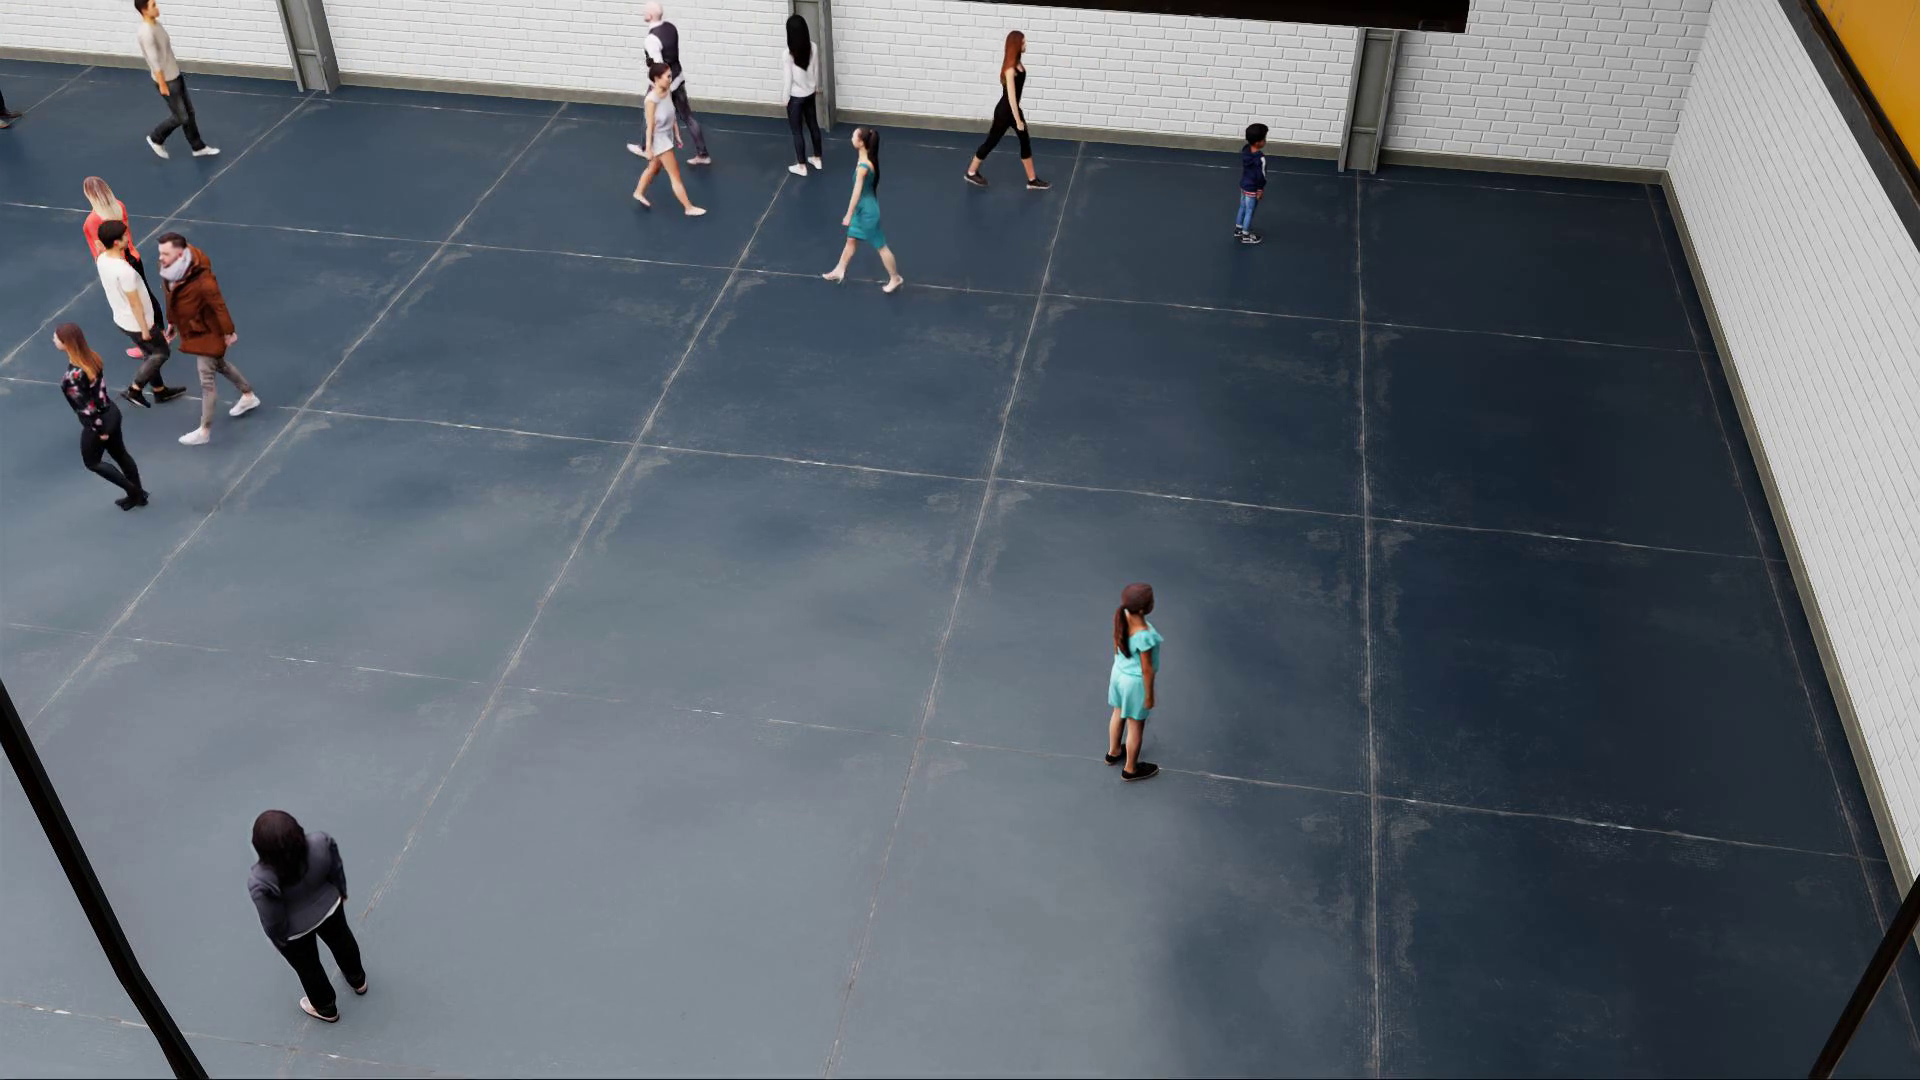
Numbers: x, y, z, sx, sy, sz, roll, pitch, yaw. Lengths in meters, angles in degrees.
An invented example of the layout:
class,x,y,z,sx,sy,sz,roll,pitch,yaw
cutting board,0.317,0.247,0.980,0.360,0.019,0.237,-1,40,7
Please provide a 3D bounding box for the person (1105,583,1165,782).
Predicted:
class,x,y,z,sx,sy,sz,roll,pitch,yaw
person,1.097,0.882,10.543,0.699,1.558,0.649,-19,42,-22

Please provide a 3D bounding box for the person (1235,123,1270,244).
class,x,y,z,sx,sy,sz,roll,pitch,yaw
person,2.862,-3.513,16.316,0.594,1.221,0.586,-11,40,-13

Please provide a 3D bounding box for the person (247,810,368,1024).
class,x,y,z,sx,sy,sz,roll,pitch,yaw
person,-3.573,2.026,9.078,0.801,1.598,0.778,24,45,27

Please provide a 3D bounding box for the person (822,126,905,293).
class,x,y,z,sx,sy,sz,roll,pitch,yaw
person,-0.770,-2.987,15.320,1.016,1.642,0.612,4,39,4

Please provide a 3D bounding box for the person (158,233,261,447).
class,x,y,z,sx,sy,sz,roll,pitch,yaw
person,-6.125,-1.725,13.619,1.151,1.792,1.063,24,45,27

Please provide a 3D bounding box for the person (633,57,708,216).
class,x,y,z,sx,sy,sz,roll,pitch,yaw
person,-3.071,-4.026,16.657,1.073,1.597,0.660,11,40,14

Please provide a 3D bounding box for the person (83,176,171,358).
class,x,y,z,sx,sy,sz,roll,pitch,yaw
person,-7.320,-2.393,14.535,0.543,1.694,0.606,10,40,12

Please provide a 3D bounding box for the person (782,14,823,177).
class,x,y,z,sx,sy,sz,roll,pitch,yaw
person,-1.656,-4.646,17.351,0.730,1.700,0.706,32,48,33

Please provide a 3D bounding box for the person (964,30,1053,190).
class,x,y,z,sx,sy,sz,roll,pitch,yaw
person,0.407,-4.350,16.996,1.188,1.680,0.669,10,40,12

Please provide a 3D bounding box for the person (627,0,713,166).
class,x,y,z,sx,sy,sz,roll,pitch,yaw
person,-2.985,-4.718,17.383,1.309,1.773,0.908,16,41,19

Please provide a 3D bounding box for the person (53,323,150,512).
class,x,y,z,sx,sy,sz,roll,pitch,yaw
person,-6.503,-0.931,12.720,0.650,1.673,0.628,-2,39,-2

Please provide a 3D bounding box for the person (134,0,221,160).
class,x,y,z,sx,sy,sz,roll,pitch,yaw
person,-8.432,-4.863,17.544,1.011,1.798,0.856,-6,39,-8

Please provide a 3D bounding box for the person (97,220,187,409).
class,x,y,z,sx,sy,sz,roll,pitch,yaw
person,-6.930,-1.821,13.809,0.868,1.704,0.913,30,47,32
